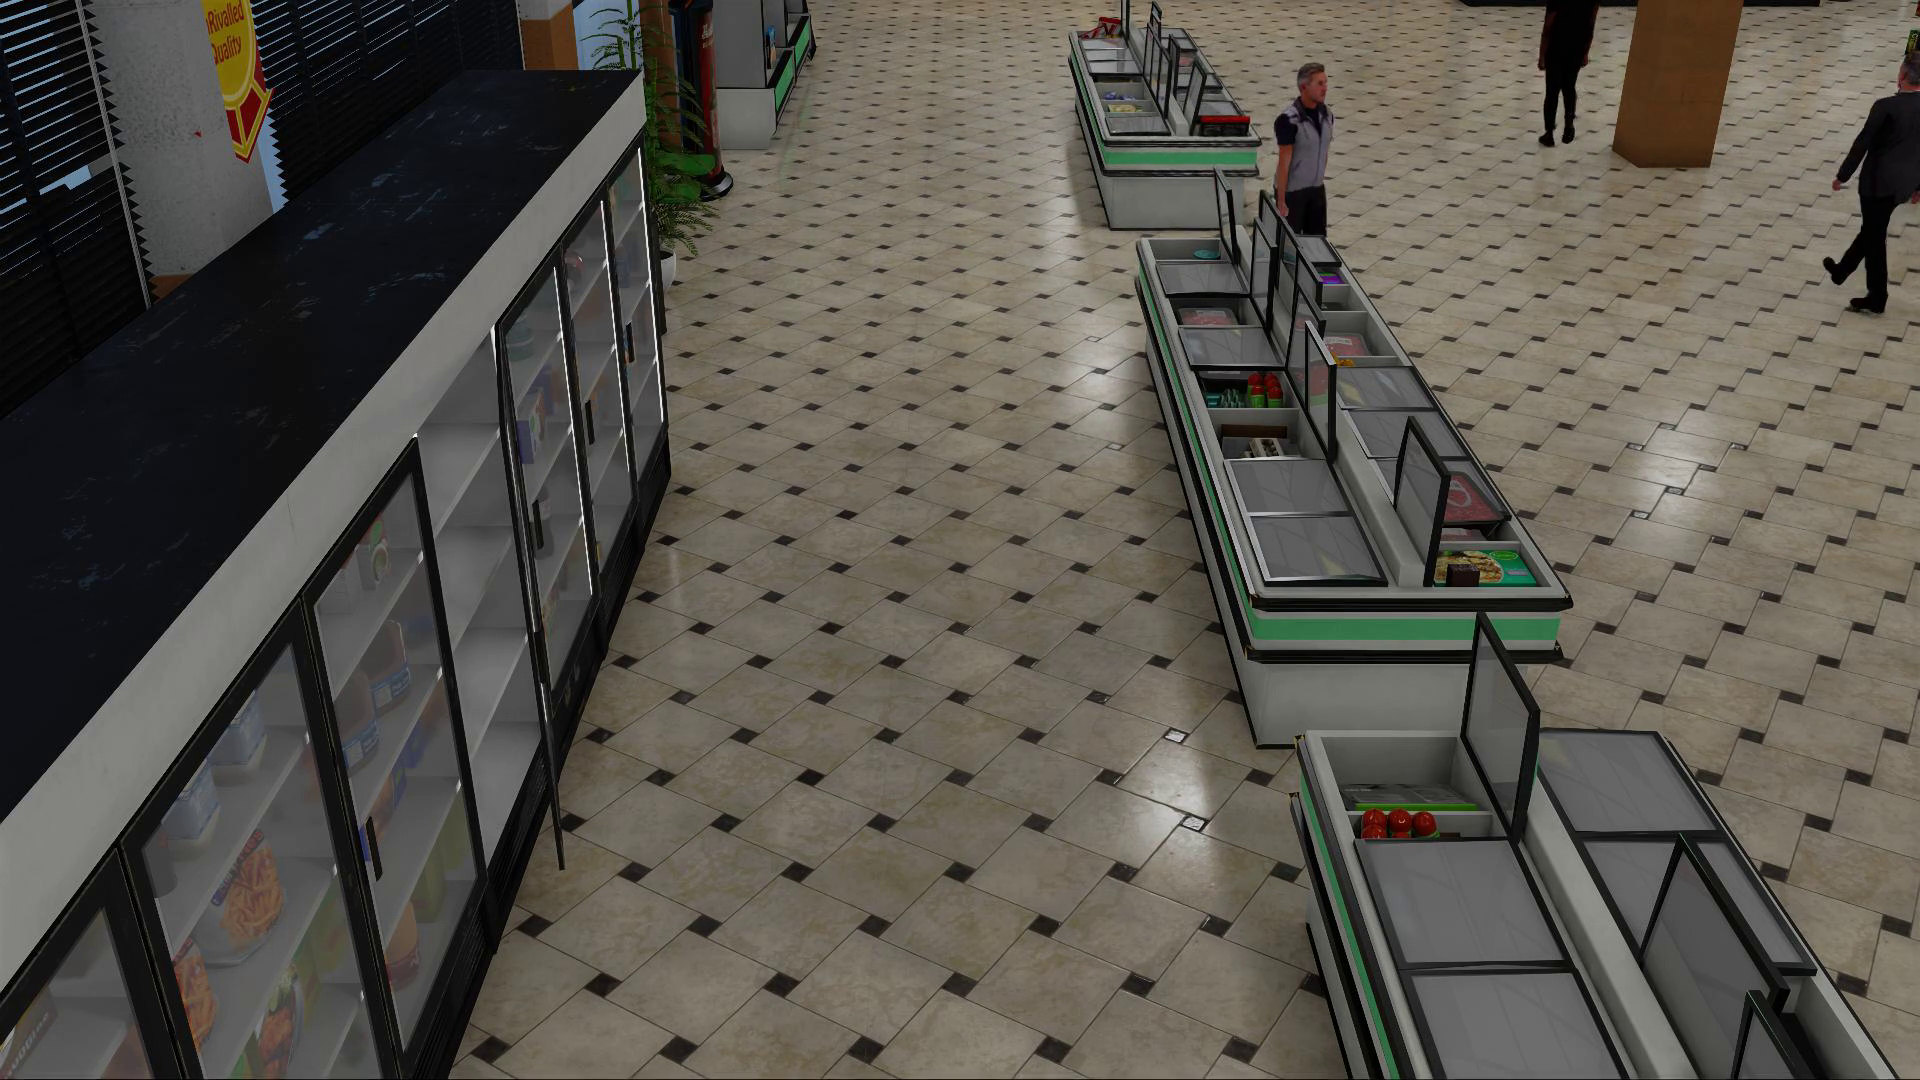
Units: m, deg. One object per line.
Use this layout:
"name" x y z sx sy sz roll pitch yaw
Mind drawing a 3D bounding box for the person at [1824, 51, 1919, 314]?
"person" 6.649 -2.504 11.844 0.879 1.801 1.190 -5 27 -10

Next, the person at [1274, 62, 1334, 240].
"person" 2.308 -2.449 11.717 0.902 1.816 0.965 -20 33 -34

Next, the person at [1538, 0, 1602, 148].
"person" 5.924 -4.711 16.184 0.665 1.810 0.824 0 27 0
